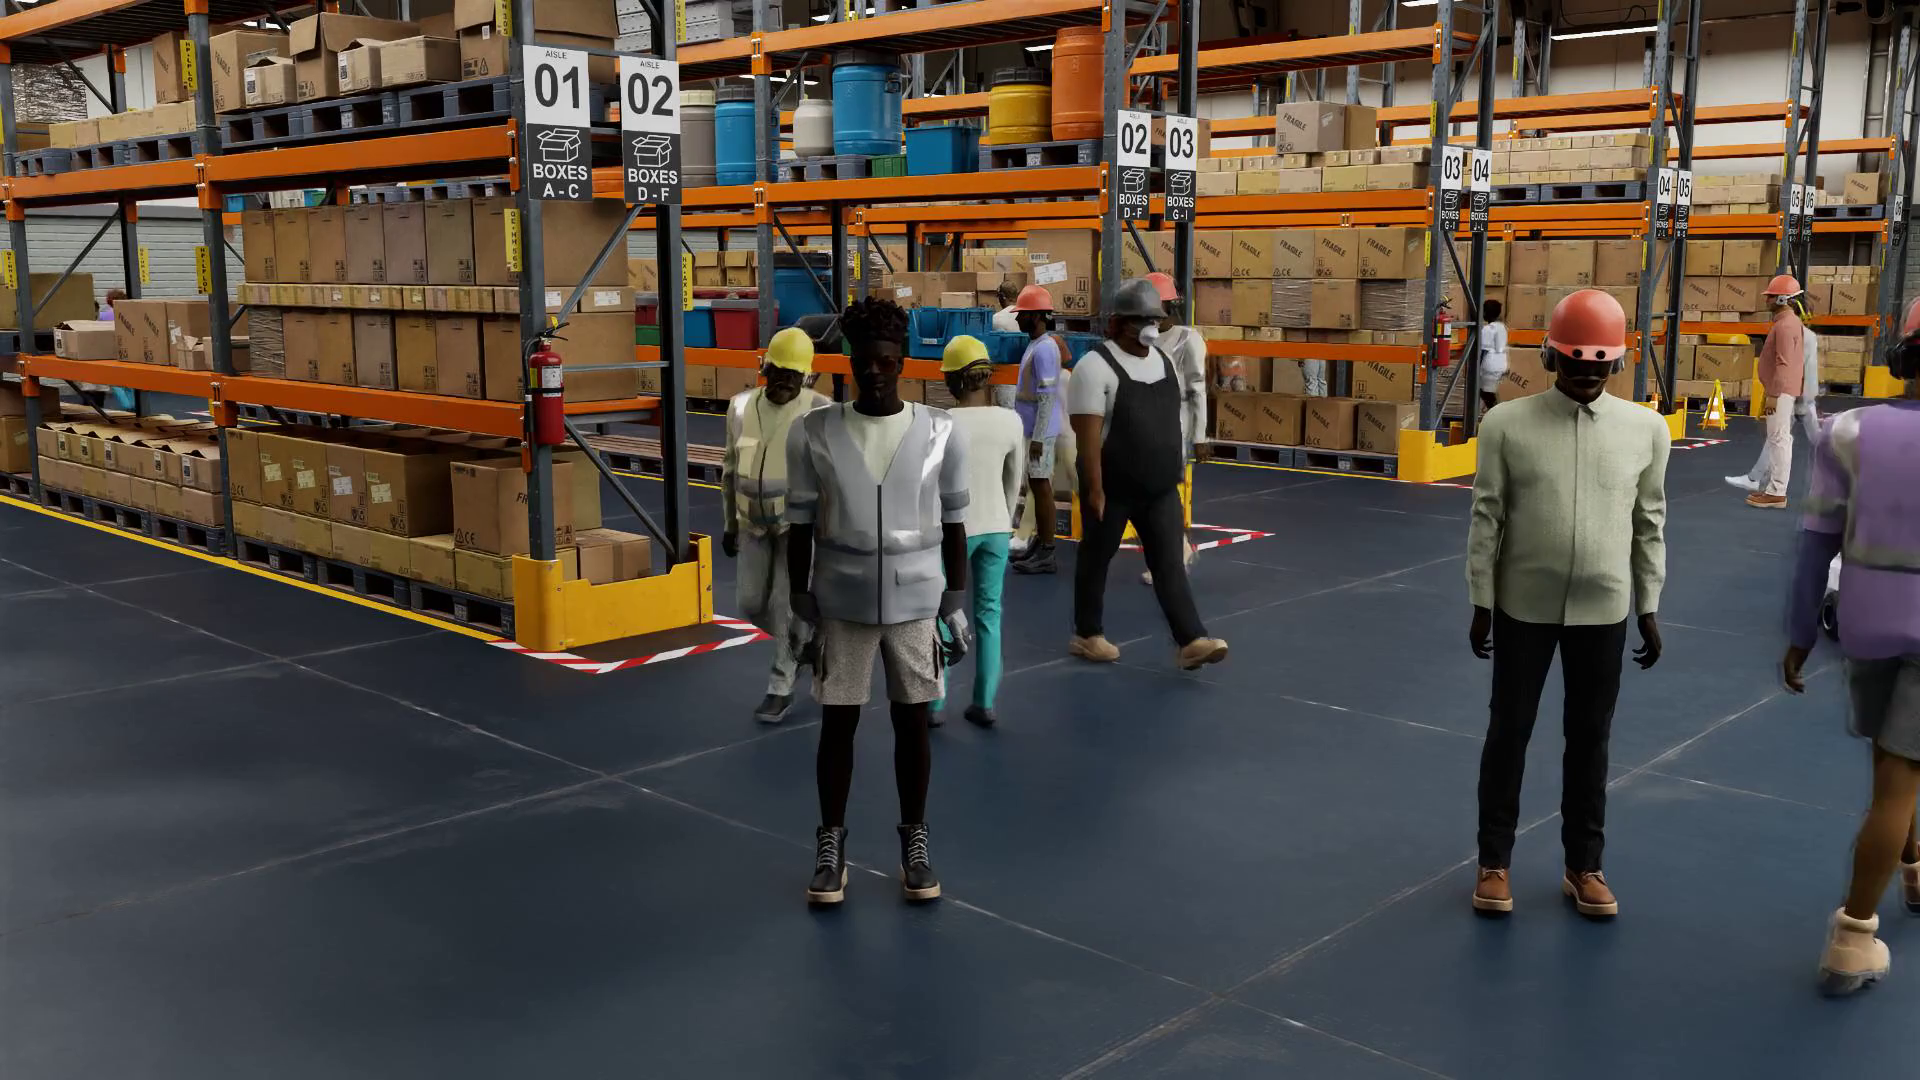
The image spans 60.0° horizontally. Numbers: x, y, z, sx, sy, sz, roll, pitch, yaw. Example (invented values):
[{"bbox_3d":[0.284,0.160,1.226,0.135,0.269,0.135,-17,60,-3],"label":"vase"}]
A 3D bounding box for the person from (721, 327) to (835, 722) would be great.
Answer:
[{"bbox_3d":[-0.804,-0.089,7.686,0.605,1.792,0.571,4,10,21],"label":"person"}]

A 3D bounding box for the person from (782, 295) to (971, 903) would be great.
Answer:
[{"bbox_3d":[-0.263,0.201,5.377,0.609,1.964,0.367,-1,9,-5],"label":"person"}]

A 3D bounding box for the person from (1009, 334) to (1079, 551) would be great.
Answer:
[{"bbox_3d":[0.733,-0.698,12.065,0.878,1.587,0.503,-3,10,-17],"label":"person"}]

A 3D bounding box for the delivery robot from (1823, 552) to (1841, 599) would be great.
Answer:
[{"bbox_3d":[5.115,0.217,9.439,0.477,0.478,0.707,1,9,7],"label":"delivery robot"}]

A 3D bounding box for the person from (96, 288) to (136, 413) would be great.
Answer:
[{"bbox_3d":[-10.695,-2.316,21.275,0.564,1.818,0.685,-8,13,-42],"label":"person"}]

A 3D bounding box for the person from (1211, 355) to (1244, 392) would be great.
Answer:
[{"bbox_3d":[3.161,-1.990,19.956,0.530,1.592,0.833,-8,12,-42],"label":"person"}]

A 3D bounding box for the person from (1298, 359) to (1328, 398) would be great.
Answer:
[{"bbox_3d":[4.549,-2.402,21.421,0.372,1.940,0.630,7,12,38],"label":"person"}]

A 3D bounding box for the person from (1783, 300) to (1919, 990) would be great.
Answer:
[{"bbox_3d":[2.864,0.262,4.897,1.043,1.993,0.636,-7,12,-36],"label":"person"}]

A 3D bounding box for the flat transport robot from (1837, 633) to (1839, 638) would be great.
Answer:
[{"bbox_3d":[5.056,0.575,8.399,0.652,0.197,1.431,1,9,7],"label":"flat transport robot"}]

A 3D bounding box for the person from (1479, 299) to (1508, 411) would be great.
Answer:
[{"bbox_3d":[6.404,-2.054,20.080,0.396,1.684,0.547,7,12,36],"label":"person"}]

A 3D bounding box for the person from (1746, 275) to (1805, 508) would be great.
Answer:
[{"bbox_3d":[7.082,-1.287,14.407,0.379,1.996,0.611,6,11,31],"label":"person"}]

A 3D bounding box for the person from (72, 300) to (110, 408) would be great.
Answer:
[{"bbox_3d":[-10.364,-2.027,19.872,0.370,1.682,0.555,5,11,30],"label":"person"}]

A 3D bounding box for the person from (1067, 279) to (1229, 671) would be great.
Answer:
[{"bbox_3d":[0.917,-0.316,8.452,0.703,2.000,1.009,-6,11,-31],"label":"person"}]

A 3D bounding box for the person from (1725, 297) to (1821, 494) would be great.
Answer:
[{"bbox_3d":[7.590,-1.303,15.124,1.010,1.796,0.552,9,13,42],"label":"person"}]

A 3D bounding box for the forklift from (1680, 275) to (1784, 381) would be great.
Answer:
[{"bbox_3d":[12.480,-3.427,27.053,1.214,2.155,2.313,9,13,43],"label":"forklift"}]

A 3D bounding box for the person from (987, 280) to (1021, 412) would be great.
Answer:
[{"bbox_3d":[0.513,-1.686,17.050,0.370,1.934,0.627,7,12,37],"label":"person"}]

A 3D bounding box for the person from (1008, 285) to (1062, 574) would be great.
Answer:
[{"bbox_3d":[0.508,-0.754,11.323,0.358,1.938,0.548,0,9,-2],"label":"person"}]

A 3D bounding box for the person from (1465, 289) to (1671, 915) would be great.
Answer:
[{"bbox_3d":[1.919,0.207,5.279,0.610,1.986,0.392,1,9,7],"label":"person"}]

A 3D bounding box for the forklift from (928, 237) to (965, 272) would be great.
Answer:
[{"bbox_3d":[-0.326,-5.817,39.609,1.129,2.768,1.873,9,13,43],"label":"forklift"}]

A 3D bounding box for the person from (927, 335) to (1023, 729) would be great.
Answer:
[{"bbox_3d":[0.029,-0.027,7.420,0.543,1.764,0.366,-4,10,-26],"label":"person"}]

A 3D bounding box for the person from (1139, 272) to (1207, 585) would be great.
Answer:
[{"bbox_3d":[1.289,-0.707,10.756,0.456,2.023,0.625,-8,12,-40],"label":"person"}]
